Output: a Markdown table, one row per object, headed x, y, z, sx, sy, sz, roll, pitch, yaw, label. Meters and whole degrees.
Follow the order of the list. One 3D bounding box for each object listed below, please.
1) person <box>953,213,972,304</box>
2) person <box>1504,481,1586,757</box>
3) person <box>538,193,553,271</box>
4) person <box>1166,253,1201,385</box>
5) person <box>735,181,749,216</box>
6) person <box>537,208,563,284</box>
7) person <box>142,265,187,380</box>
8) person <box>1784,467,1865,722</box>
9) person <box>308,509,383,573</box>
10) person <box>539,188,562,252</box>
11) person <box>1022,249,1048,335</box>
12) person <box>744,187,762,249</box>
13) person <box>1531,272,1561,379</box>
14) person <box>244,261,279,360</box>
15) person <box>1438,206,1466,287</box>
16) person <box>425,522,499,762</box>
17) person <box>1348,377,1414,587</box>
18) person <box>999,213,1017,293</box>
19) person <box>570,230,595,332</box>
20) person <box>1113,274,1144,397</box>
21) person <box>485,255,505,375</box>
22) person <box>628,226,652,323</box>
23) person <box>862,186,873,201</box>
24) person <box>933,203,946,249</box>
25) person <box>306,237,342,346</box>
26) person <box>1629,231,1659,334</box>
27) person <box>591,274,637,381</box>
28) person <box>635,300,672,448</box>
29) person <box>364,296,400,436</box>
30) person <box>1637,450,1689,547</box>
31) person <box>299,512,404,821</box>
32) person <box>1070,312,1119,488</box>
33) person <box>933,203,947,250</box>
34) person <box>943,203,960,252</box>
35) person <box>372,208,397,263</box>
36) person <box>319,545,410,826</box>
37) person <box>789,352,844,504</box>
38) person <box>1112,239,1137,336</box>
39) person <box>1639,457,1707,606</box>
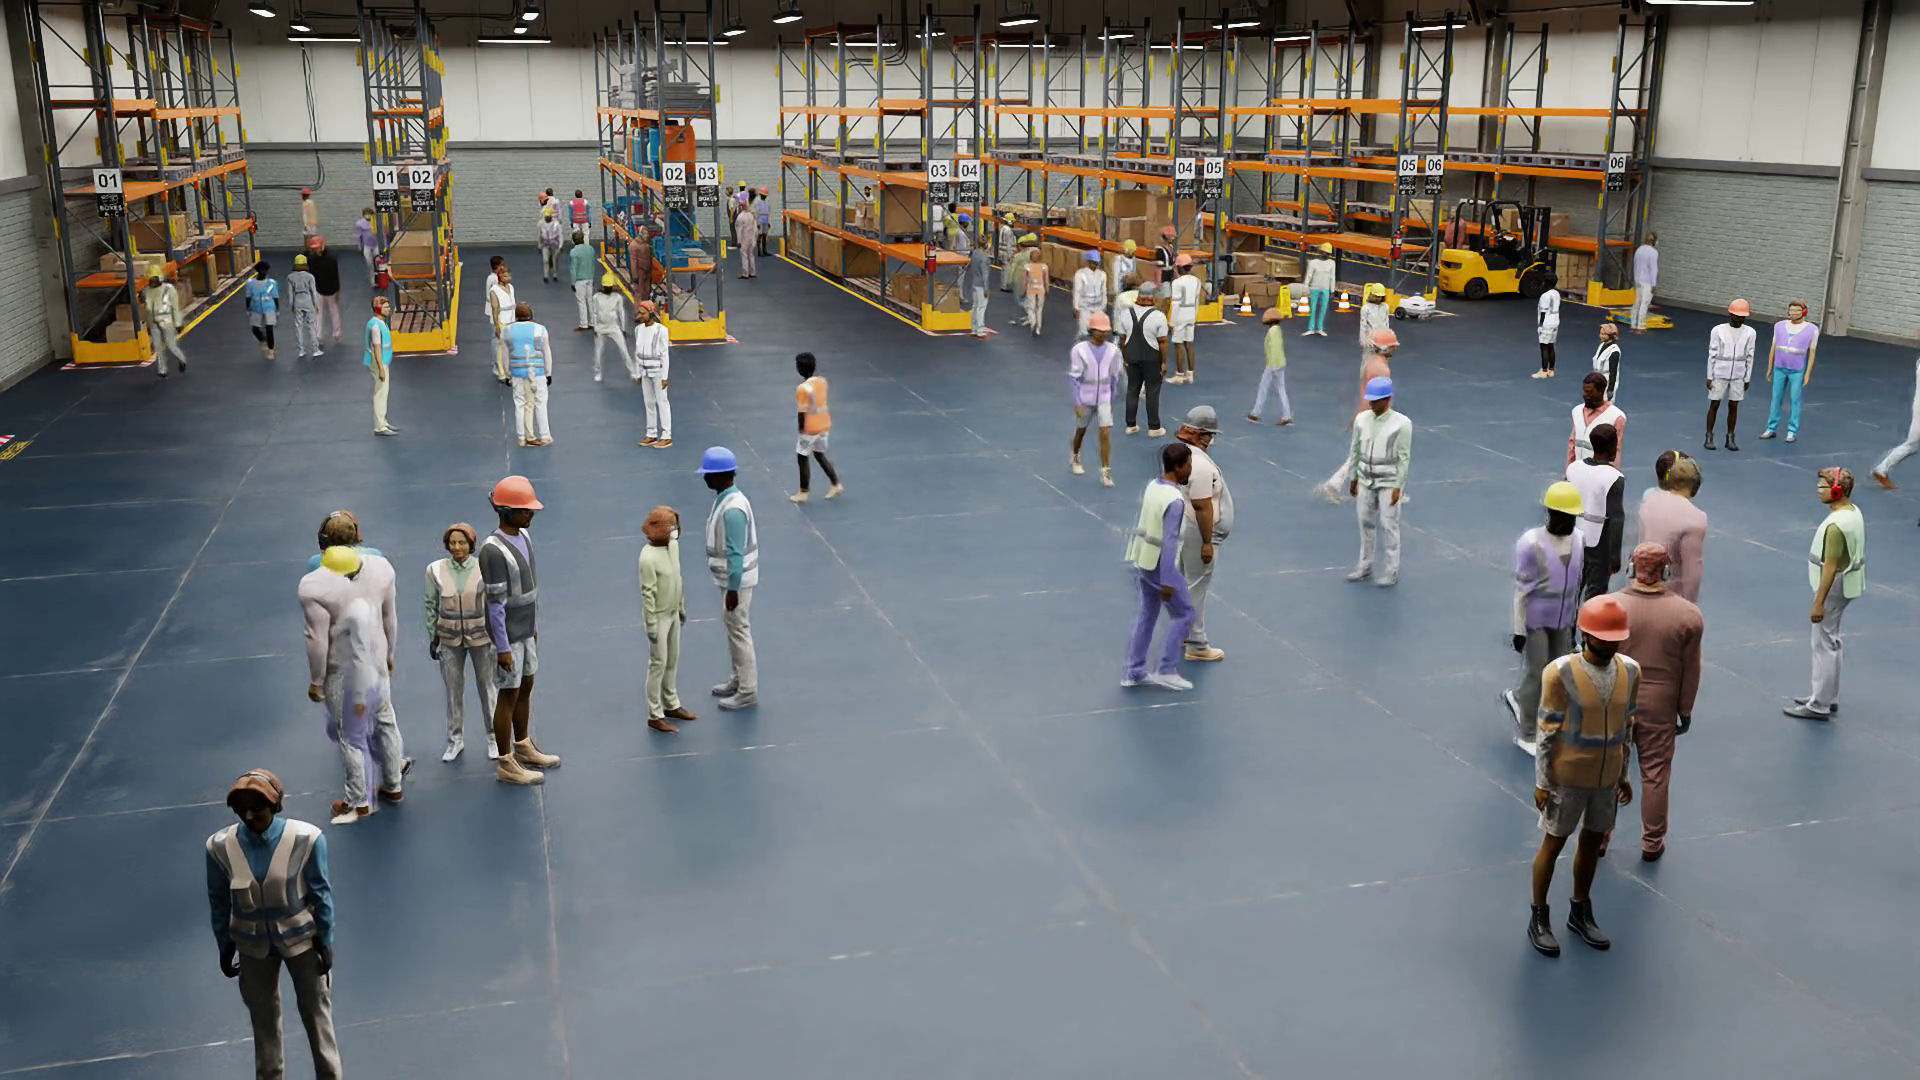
| x | y | z | sx | sy | sz | roll | pitch | yaw | label |
| --- | --- | --- | --- | --- | --- | --- | --- | --- | --- |
| 0.046 | -6.101 | 36.070 | 0.405 | 1.946 | 0.612 | -1 | 15 | -6 | person |
| 3.946 | 0.513 | 11.266 | 0.593 | 1.912 | 0.525 | -7 | 16 | -24 | person |
| -10.678 | -7.956 | 42.969 | 0.392 | 1.991 | 0.613 | 0 | 15 | -1 | person |
| 3.449 | -3.430 | 25.841 | 0.613 | 2.041 | 0.387 | -14 | 20 | -42 | person |
| -6.585 | -9.943 | 50.568 | 0.586 | 1.928 | 0.364 | -10 | 18 | -33 | person |
| -9.886 | -7.082 | 40.075 | 0.617 | 1.781 | 0.914 | -1 | 15 | -4 | person |
| -12.630 | -3.456 | 26.362 | 0.610 | 1.819 | 0.565 | 2 | 15 | 7 | person |
| 6.237 | 0.386 | 11.892 | 0.393 | 1.833 | 0.563 | 10 | 18 | 34 | person |
| -4.205 | 0.587 | 11.506 | 0.507 | 1.633 | 0.277 | -8 | 17 | -28 | person |
| -11.840 | -9.259 | 48.162 | 0.634 | 1.841 | 0.429 | 0 | 15 | 0 | person |
| 1.420 | -4.621 | 31.138 | 0.521 | 1.627 | 0.523 | -3 | 15 | -9 | person |
| -6.072 | -9.466 | 48.982 | 0.669 | 1.823 | 0.436 | 8 | 17 | 29 | person |
| 9.335 | -3.403 | 26.419 | 0.321 | 1.689 | 0.530 | 12 | 19 | 38 | person |
| -11.908 | -3.924 | 28.398 | 0.555 | 1.670 | 0.525 | -5 | 16 | -18 | person |
| 11.546 | -6.853 | 38.982 | 0.410 | 1.909 | 0.643 | -4 | 15 | -16 | person |
| -3.306 | 0.677 | 11.151 | 0.514 | 1.645 | 0.309 | -2 | 15 | -6 | person |
| 3.799 | -0.534 | 15.156 | 0.427 | 1.932 | 0.631 | -14 | 20 | -42 | person |
| 1.094 | -6.555 | 38.033 | 0.405 | 1.823 | 0.591 | -2 | 15 | -8 | person |
| -7.198 | -4.938 | 31.741 | 0.372 | 1.930 | 0.632 | 8 | 17 | 28 | person |
| 2.470 | -3.061 | 24.899 | 0.642 | 1.815 | 0.815 | -10 | 18 | -34 | person |
| -7.456 | -3.620 | 26.799 | 0.373 | 1.914 | 0.596 | -6 | 16 | -20 | person |
| -6.319 | -5.283 | 33.109 | 0.401 | 1.893 | 0.657 | 5 | 16 | 18 | person |
| -2.694 | -9.538 | 49.187 | 0.508 | 1.861 | 0.325 | 10 | 18 | 33 | person |
| -0.624 | -8.382 | 44.742 | 0.550 | 1.910 | 0.829 | -2 | 15 | -8 | person |
| -11.493 | -4.487 | 30.031 | 0.609 | 1.940 | 1.024 | -2 | 15 | -7 | person |
| 12.957 | -4.867 | 31.448 | 0.352 | 1.937 | 0.635 | -3 | 15 | -10 | person |
| -5.456 | -3.344 | 26.180 | 0.656 | 1.710 | 0.466 | -4 | 15 | -13 | person |
| -3.922 | -2.114 | 21.214 | 0.576 | 1.879 | 0.356 | 11 | 18 | 35 | person |
| -7.670 | -2.298 | 21.987 | 0.392 | 1.836 | 0.561 | -4 | 15 | -14 | person |
| 5.167 | 0.254 | 12.323 | 0.327 | 1.865 | 0.518 | 2 | 15 | 6 | person |
| -3.731 | 0.772 | 10.226 | 0.378 | 1.940 | 0.628 | 11 | 18 | 36 | person |
| 1.534 | -1.665 | 19.283 | 0.603 | 2.007 | 1.026 | -3 | 15 | -13 | person |
| -0.635 | -8.823 | 46.956 | 0.534 | 1.610 | 0.388 | 2 | 15 | 7 | person |
| -0.209 | -8.087 | 44.106 | 0.542 | 1.640 | 0.892 | -9 | 17 | -31 | person |
| -14.945 | -8.010 | 43.234 | 0.618 | 1.968 | 0.507 | -5 | 16 | -17 | person |
| -3.704 | 0.867 | 10.213 | 0.452 | 1.753 | 0.541 | -10 | 18 | -34 | person |
| -1.623 | -1.226 | 18.214 | 0.499 | 1.678 | 0.548 | 8 | 17 | 29 | person |
| 3.078 | -4.701 | 31.066 | 0.431 | 1.808 | 0.622 | 14 | 20 | 42 | person |
| 4.963 | 0.362 | 11.806 | 0.524 | 1.914 | 0.643 | -4 | 15 | -14 | person |
